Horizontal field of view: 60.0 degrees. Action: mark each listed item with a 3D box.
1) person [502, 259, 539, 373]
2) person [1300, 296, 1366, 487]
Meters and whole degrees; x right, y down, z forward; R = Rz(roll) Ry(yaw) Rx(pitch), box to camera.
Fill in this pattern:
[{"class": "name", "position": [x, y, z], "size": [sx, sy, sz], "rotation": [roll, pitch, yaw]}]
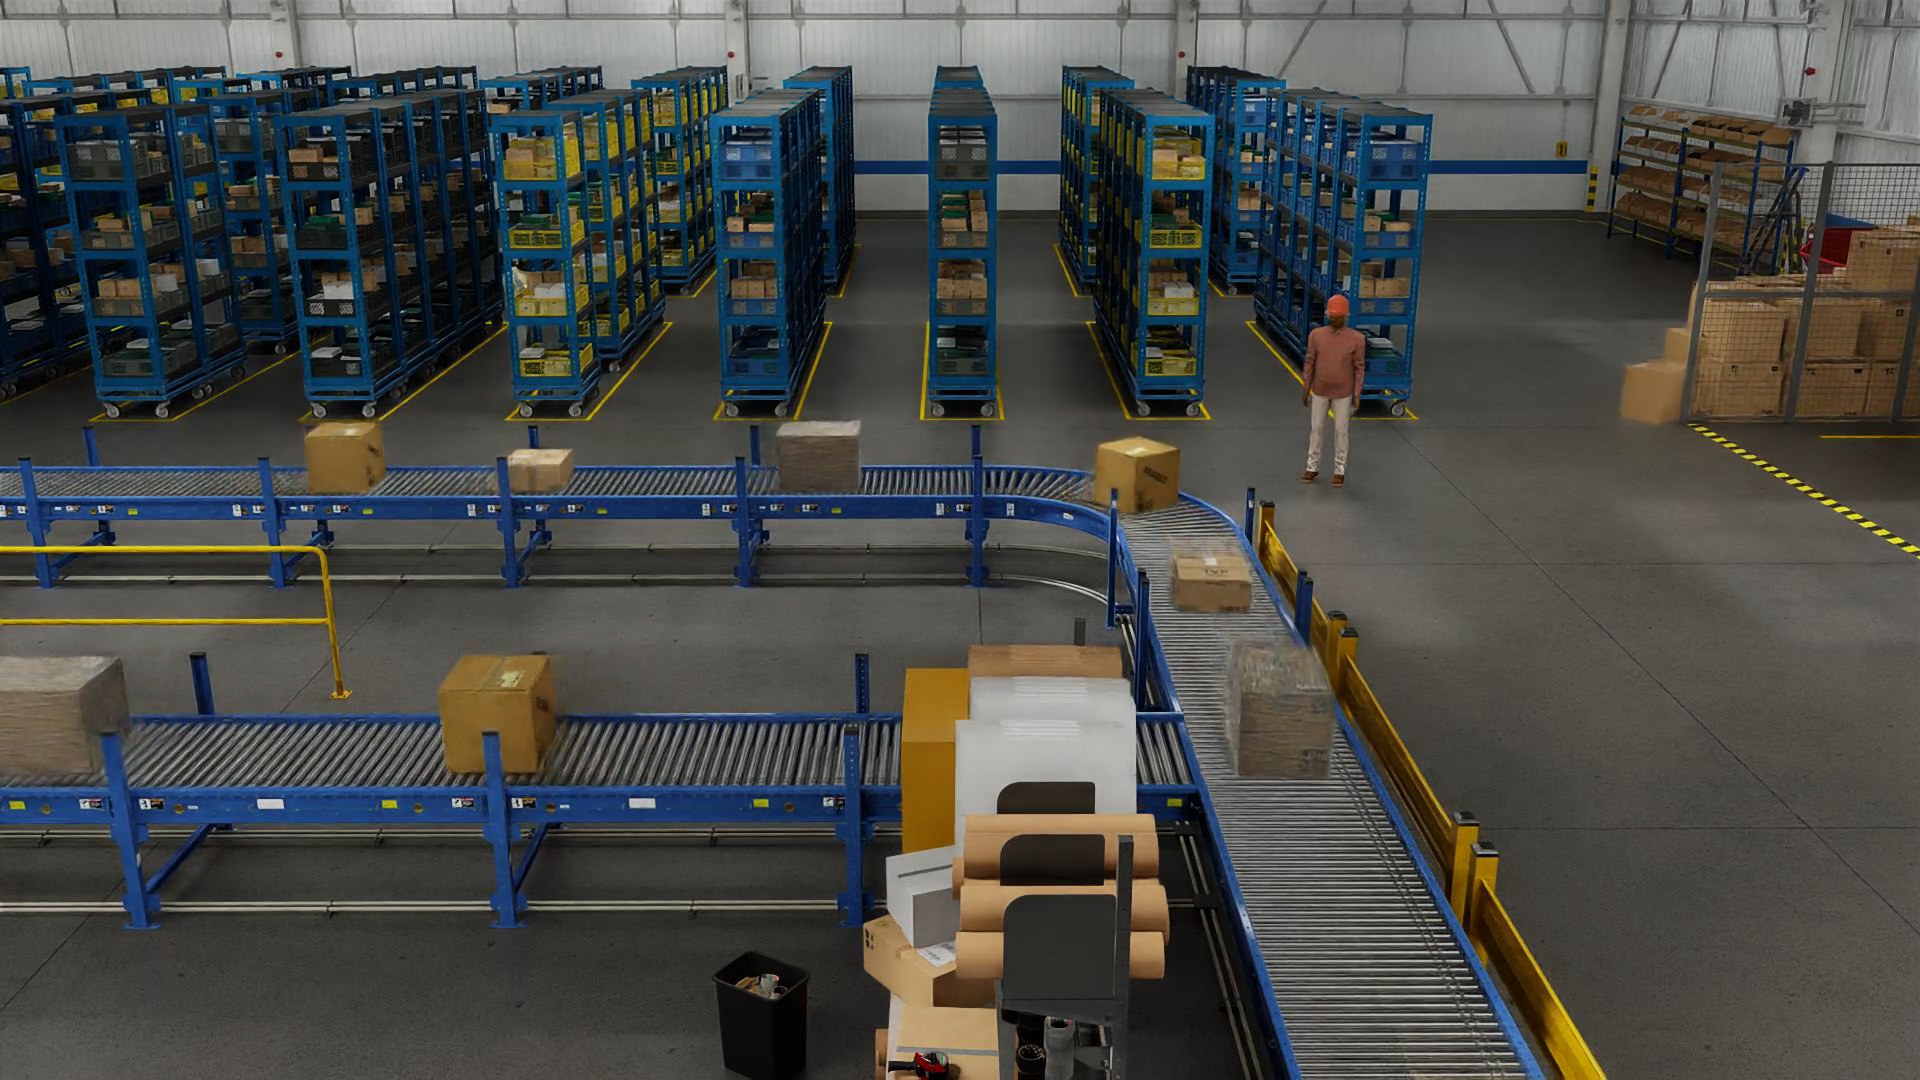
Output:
[{"class": "person", "position": [-5.676, -2.955, 21.775], "size": [0.404, 1.831, 0.600], "rotation": [9, 20, 26]}, {"class": "person", "position": [3.829, -1.531, 17.135], "size": [0.622, 1.990, 0.398], "rotation": [9, 20, 25]}]
